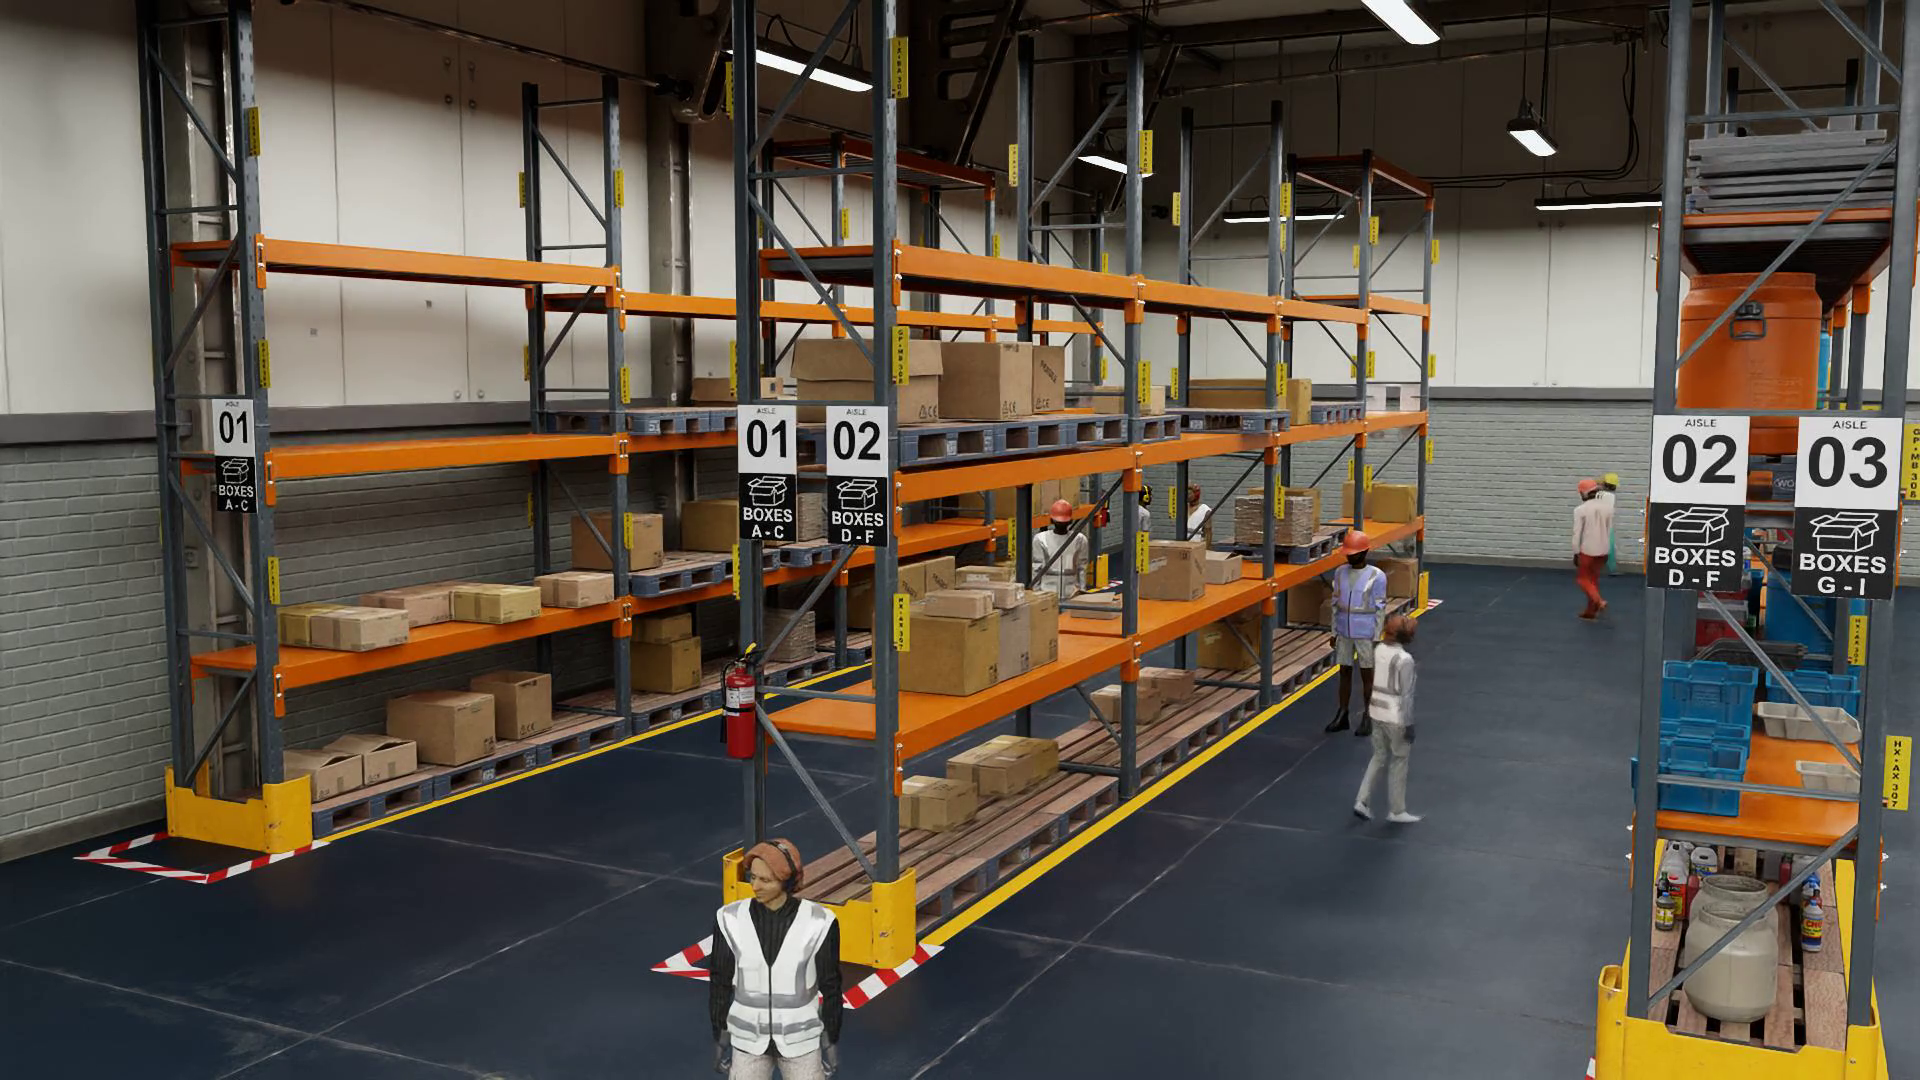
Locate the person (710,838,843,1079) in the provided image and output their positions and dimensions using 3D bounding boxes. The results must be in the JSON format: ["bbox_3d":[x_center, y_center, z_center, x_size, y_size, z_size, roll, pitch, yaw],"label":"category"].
[{"bbox_3d":[-0.709,1.953,6.439,0.517,1.636,0.313,0,6,4],"label":"person"}]

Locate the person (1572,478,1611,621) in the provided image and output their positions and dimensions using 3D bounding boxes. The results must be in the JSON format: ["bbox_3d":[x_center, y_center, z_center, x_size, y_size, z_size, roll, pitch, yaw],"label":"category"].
[{"bbox_3d":[8.557,0.144,22.428,0.650,1.968,0.645,-2,6,-20],"label":"person"}]

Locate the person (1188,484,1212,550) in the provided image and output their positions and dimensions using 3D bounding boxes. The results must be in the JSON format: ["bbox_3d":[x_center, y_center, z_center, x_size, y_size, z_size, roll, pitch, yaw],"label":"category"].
[{"bbox_3d":[3.268,0.135,23.117,0.373,1.843,0.571,-4,7,-37],"label":"person"}]

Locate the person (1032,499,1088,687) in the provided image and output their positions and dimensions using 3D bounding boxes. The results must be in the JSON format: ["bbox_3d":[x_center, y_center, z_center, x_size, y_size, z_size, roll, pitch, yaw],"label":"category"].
[{"bbox_3d":[1.076,0.577,17.891,0.606,2.039,0.381,0,6,-4],"label":"person"}]

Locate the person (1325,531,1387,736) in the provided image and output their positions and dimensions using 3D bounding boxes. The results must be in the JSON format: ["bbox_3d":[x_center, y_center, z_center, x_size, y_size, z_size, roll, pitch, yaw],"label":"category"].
[{"bbox_3d":[3.702,0.870,15.572,0.543,1.928,0.374,5,8,42],"label":"person"}]

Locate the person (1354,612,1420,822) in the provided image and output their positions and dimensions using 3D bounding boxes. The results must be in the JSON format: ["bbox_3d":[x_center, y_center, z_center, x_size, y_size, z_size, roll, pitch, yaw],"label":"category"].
[{"bbox_3d":[3.239,1.339,12.512,0.414,1.637,0.541,-2,6,-16],"label":"person"}]

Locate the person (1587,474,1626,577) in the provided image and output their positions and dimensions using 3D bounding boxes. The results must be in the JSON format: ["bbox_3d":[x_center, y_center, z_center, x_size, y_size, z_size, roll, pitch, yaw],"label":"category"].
[{"bbox_3d":[10.575,-0.232,27.314,0.821,1.713,0.639,-2,6,-18],"label":"person"}]

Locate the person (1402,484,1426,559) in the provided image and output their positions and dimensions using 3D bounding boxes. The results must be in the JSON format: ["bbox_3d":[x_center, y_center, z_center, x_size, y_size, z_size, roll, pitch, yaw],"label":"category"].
[{"bbox_3d":[6.710,0.016,24.911,0.544,1.713,0.503,3,7,28],"label":"person"}]
